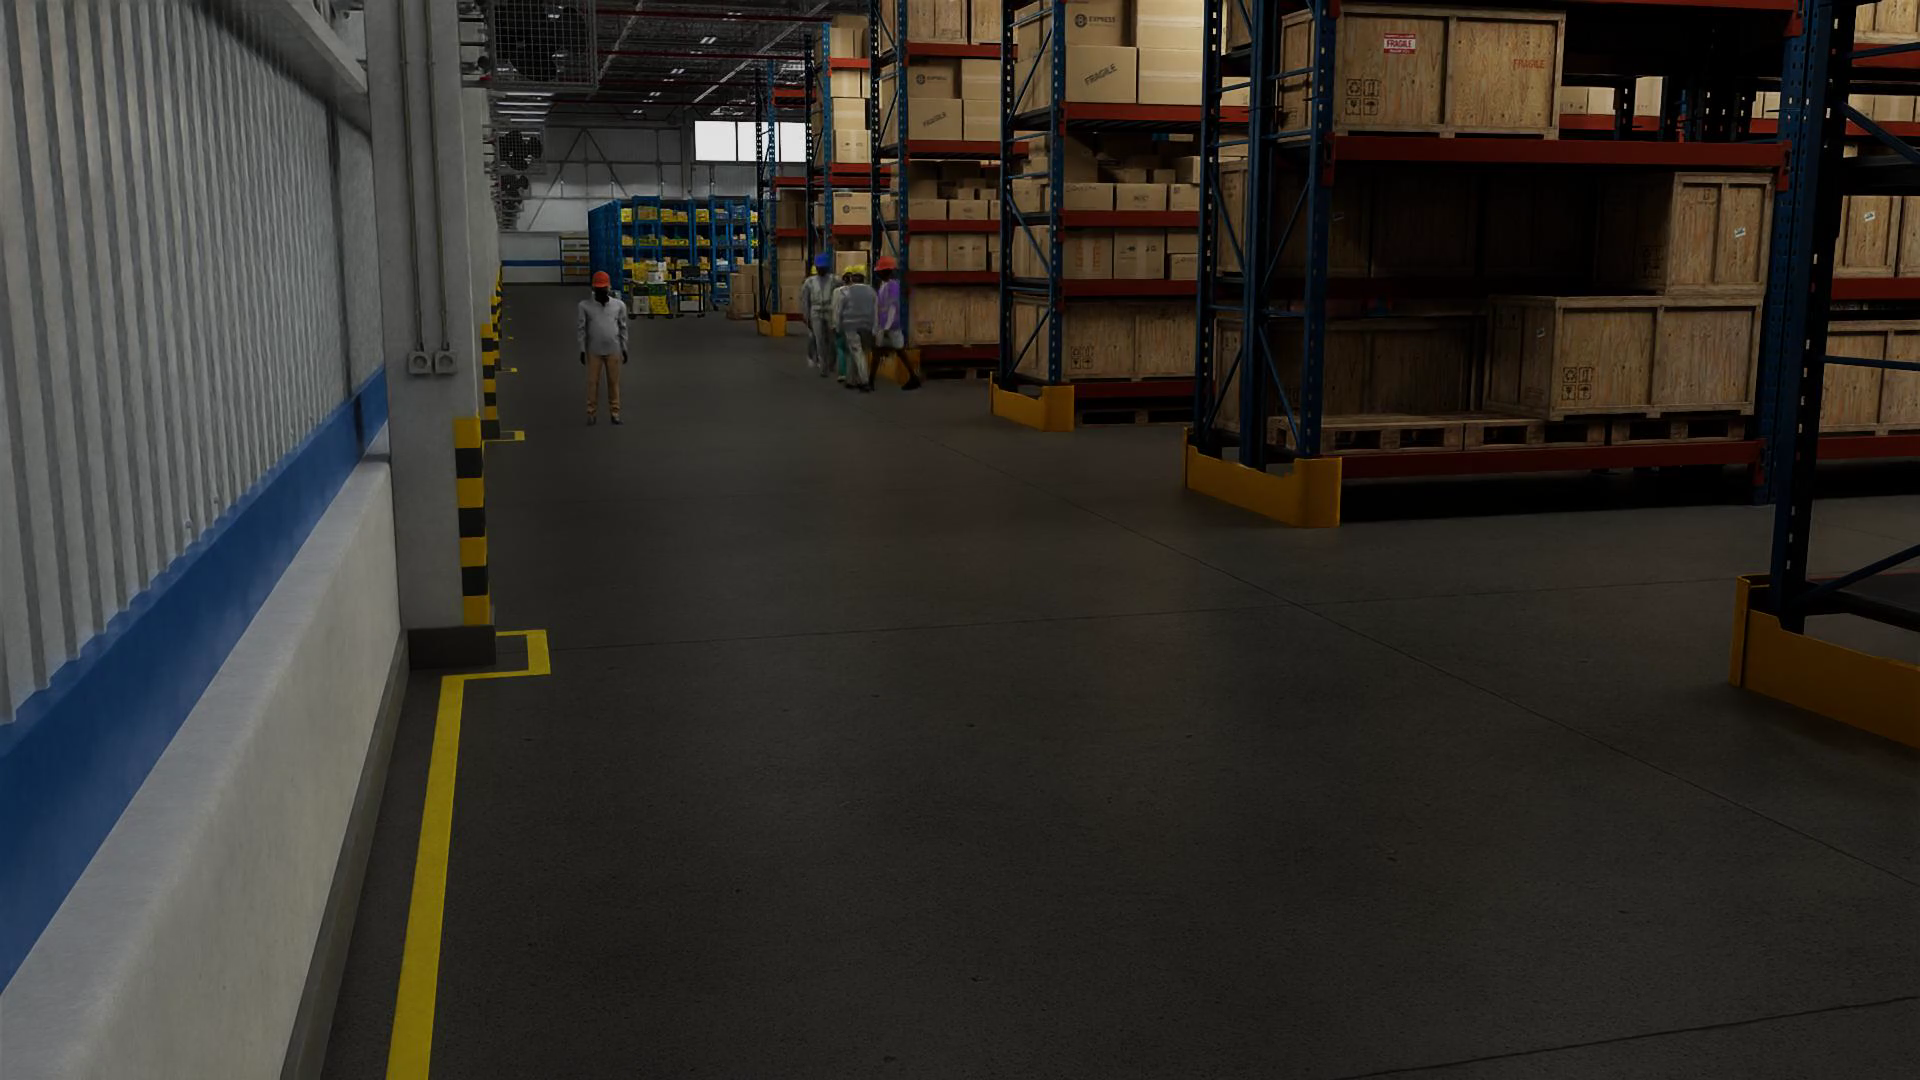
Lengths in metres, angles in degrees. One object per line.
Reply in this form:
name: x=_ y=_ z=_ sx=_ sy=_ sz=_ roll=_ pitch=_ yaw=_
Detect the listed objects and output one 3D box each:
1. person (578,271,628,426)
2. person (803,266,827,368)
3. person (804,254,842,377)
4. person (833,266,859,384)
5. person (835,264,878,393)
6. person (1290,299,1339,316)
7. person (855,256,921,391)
person: x=-4.040 y=-2.171 z=18.866 sx=0.564 sy=1.748 sz=0.339 roll=-3 pitch=11 yaw=-18
person: x=-2.351 y=-3.712 z=27.674 sx=0.492 sy=1.723 sz=0.613 roll=-3 pitch=10 yaw=-15
person: x=-2.095 y=-3.510 z=25.995 sx=0.658 sy=1.909 sz=0.761 roll=0 pitch=10 yaw=2
person: x=-1.643 y=-3.188 z=24.675 sx=0.534 sy=1.721 sz=0.820 roll=-3 pitch=10 yaw=-16
person: x=-1.409 y=-2.939 z=23.159 sx=0.583 sy=1.787 sz=0.945 roll=-6 pitch=11 yaw=-29
person: x=3.162 y=-1.630 z=15.454 sx=0.863 sy=1.875 sz=0.657 roll=-5 pitch=11 yaw=-25
person: x=-0.980 y=-3.022 z=23.308 sx=0.981 sy=1.898 sz=0.547 roll=-6 pitch=12 yaw=-30
